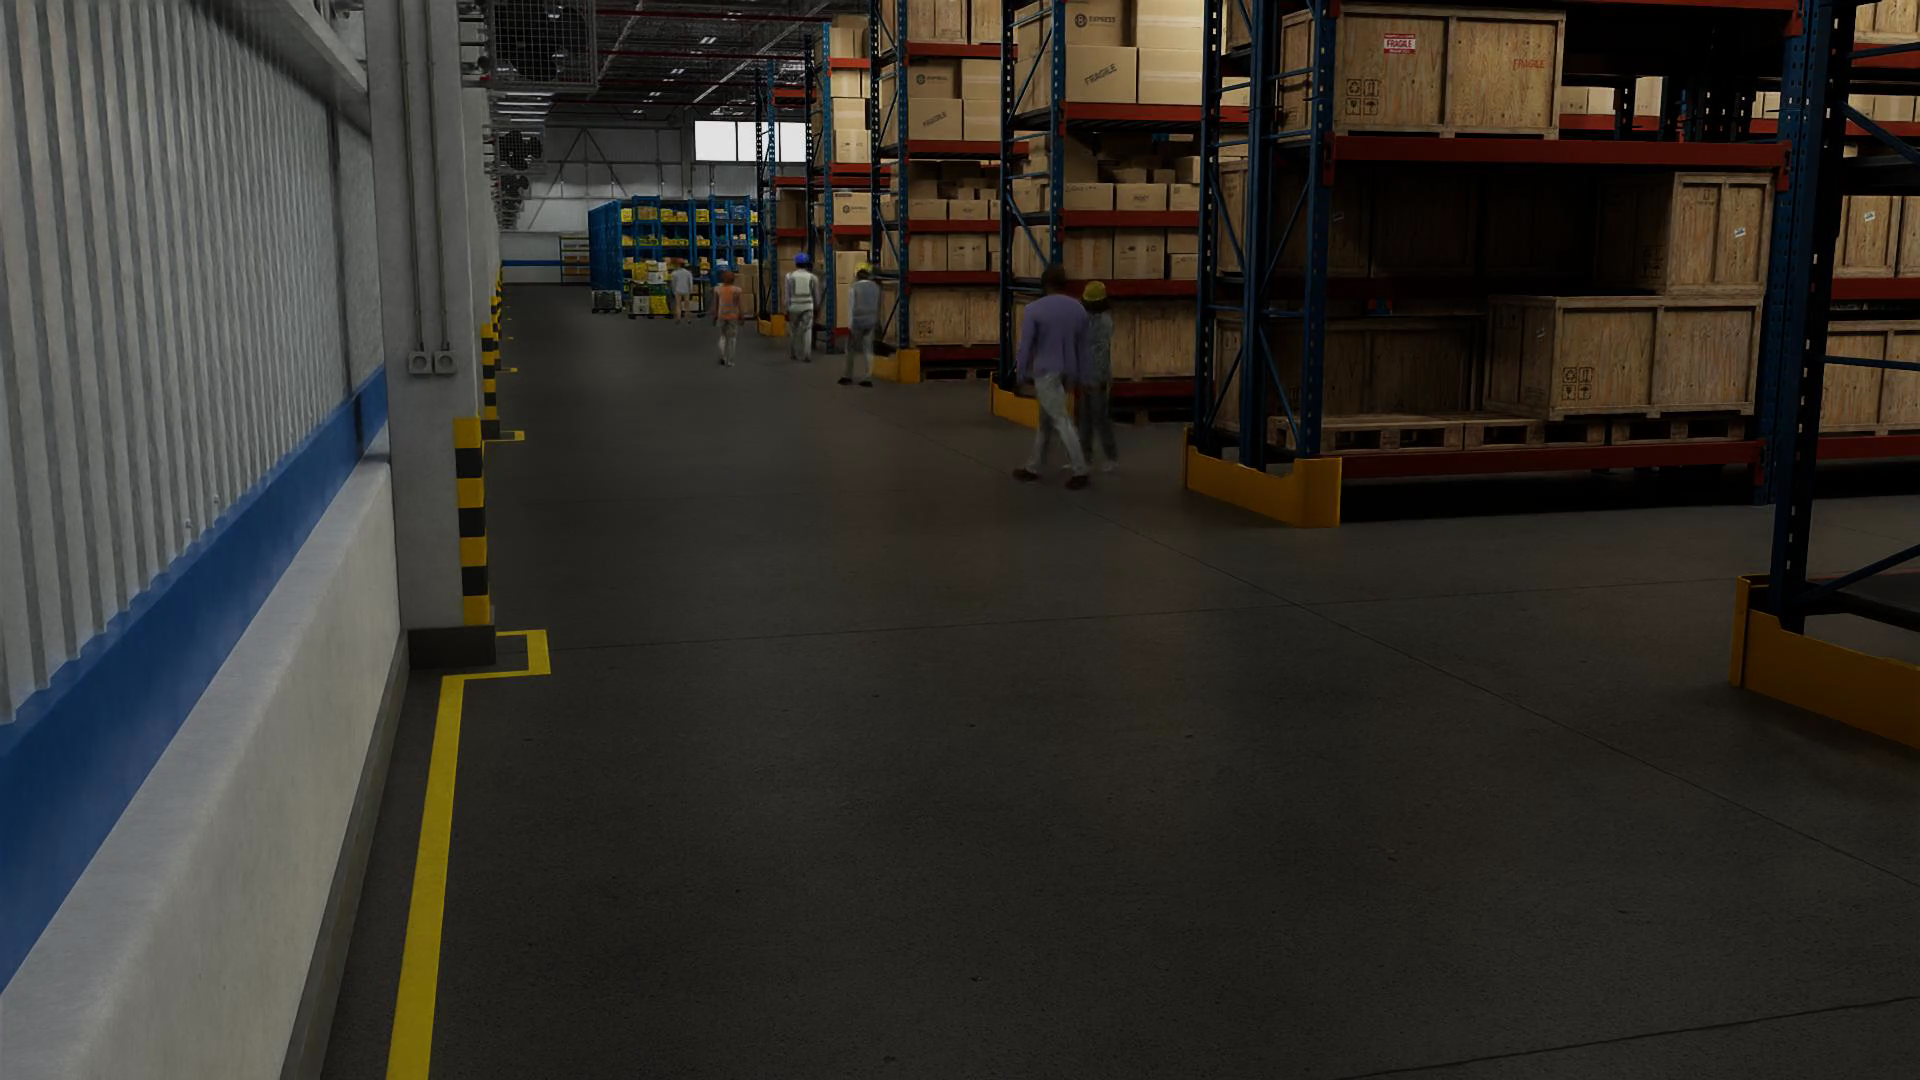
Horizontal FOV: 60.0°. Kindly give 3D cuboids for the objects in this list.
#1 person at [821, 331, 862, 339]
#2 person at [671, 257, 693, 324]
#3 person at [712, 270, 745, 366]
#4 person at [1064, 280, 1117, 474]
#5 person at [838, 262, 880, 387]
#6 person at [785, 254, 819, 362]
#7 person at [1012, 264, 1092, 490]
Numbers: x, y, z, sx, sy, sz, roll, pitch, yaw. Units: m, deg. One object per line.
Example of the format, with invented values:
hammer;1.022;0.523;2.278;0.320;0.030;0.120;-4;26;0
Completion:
person;-2.515;-5.393;36.565;1.005;1.955;0.622;-1;10;-5
person;-7.253;-6.508;43.424;0.570;1.752;0.342;-2;10;-11
person;-3.910;-3.755;28.172;0.549;1.621;0.472;1;10;4
person;1.206;-1.460;14.900;0.362;1.726;0.564;-4;11;-20
person;-1.467;-3.121;24.114;0.602;1.795;0.749;-7;12;-35
person;-2.779;-4.070;29.223;0.642;1.891;1.018;-3;10;-17
person;0.802;-1.368;13.983;0.636;1.894;1.033;-8;13;-38
